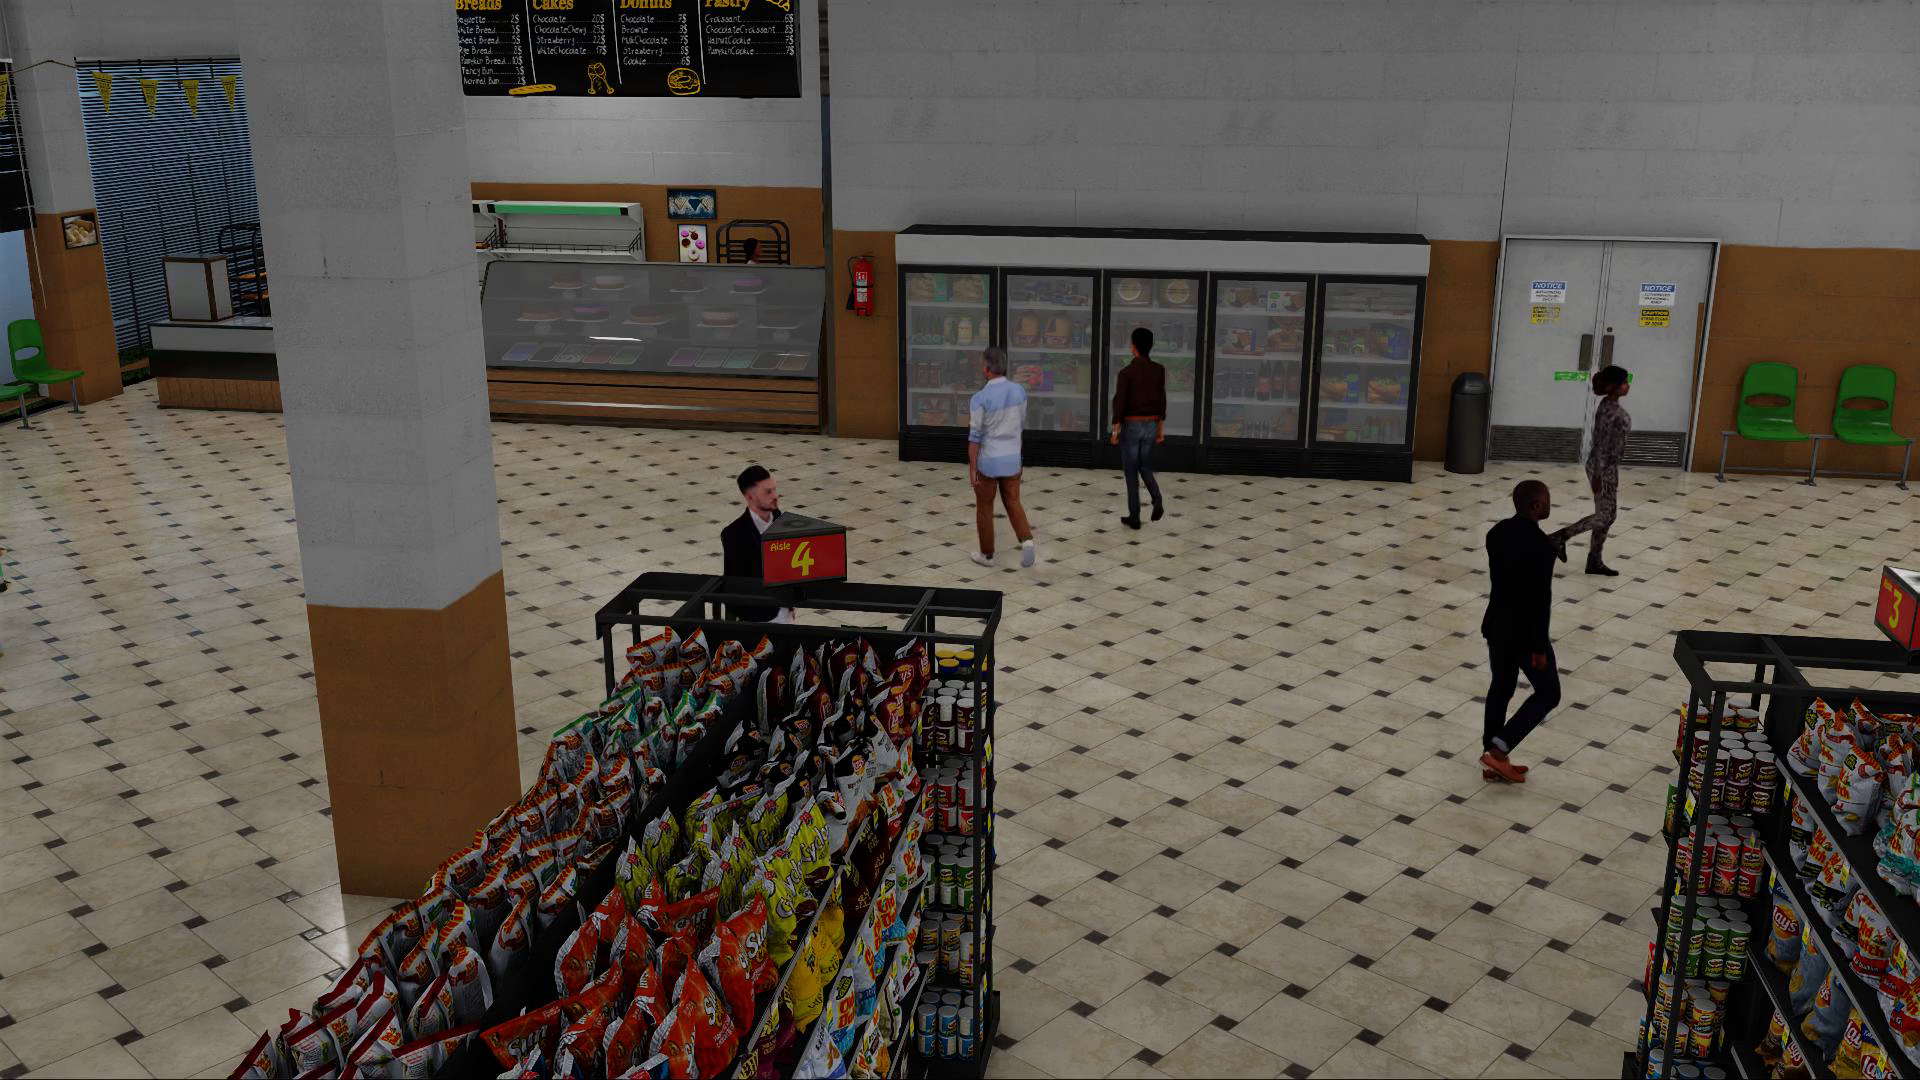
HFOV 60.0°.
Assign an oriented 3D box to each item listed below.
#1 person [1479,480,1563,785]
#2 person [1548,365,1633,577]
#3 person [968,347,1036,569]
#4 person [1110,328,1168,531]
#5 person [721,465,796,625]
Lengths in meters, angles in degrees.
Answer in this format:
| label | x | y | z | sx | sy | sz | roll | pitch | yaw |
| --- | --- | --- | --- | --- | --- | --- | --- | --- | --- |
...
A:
| label | x | y | z | sx | sy | sz | roll | pitch | yaw |
| --- | --- | --- | --- | --- | --- | --- | --- | --- | --- |
| person | 3.090 | 0.547 | 9.439 | 0.883 | 1.812 | 0.762 | -4 | 17 | -14 |
| person | 5.030 | -0.544 | 13.221 | 0.762 | 1.703 | 0.811 | 9 | 19 | 26 |
| person | 0.349 | -0.623 | 13.291 | 1.000 | 1.812 | 1.097 | -9 | 19 | -27 |
| person | 1.596 | -0.933 | 14.384 | 0.836 | 1.770 | 0.896 | -9 | 19 | -27 |
| person | -1.219 | 0.434 | 9.786 | 0.941 | 1.827 | 0.997 | 10 | 20 | 30 |
